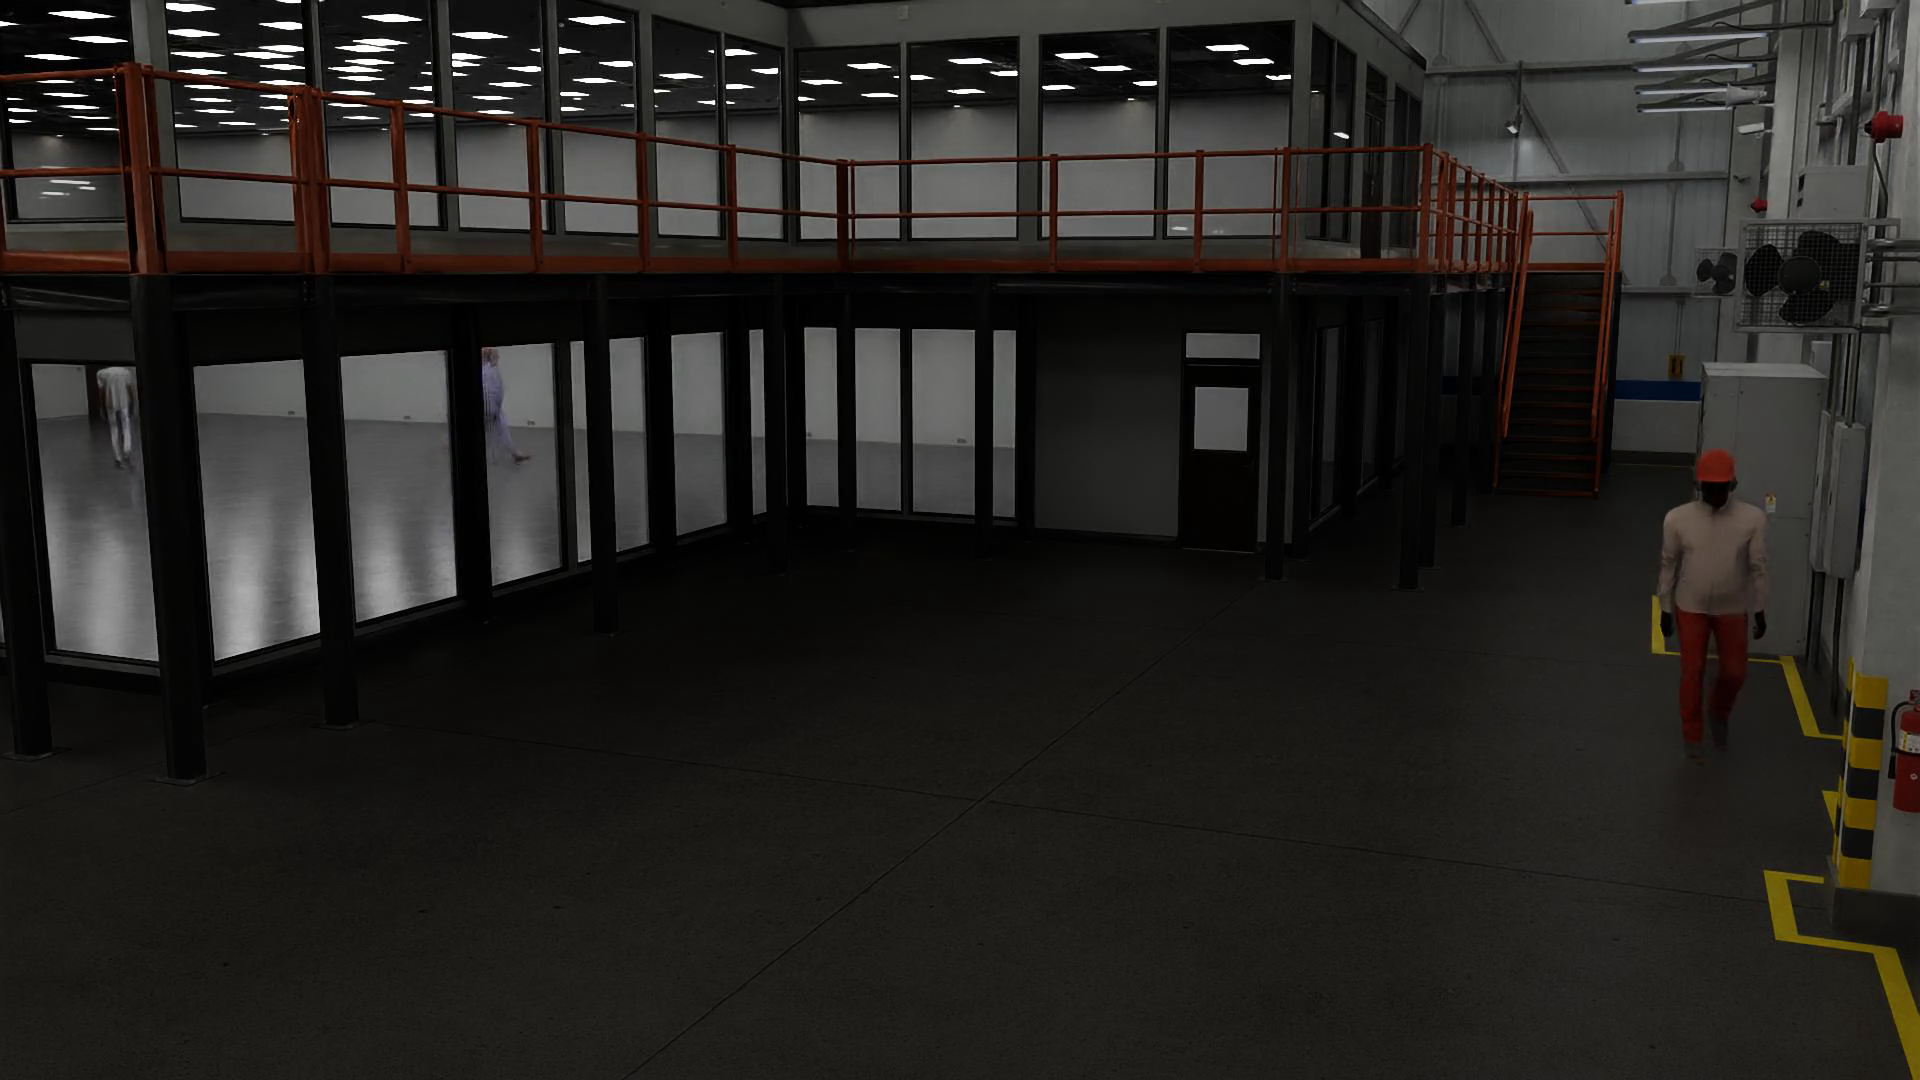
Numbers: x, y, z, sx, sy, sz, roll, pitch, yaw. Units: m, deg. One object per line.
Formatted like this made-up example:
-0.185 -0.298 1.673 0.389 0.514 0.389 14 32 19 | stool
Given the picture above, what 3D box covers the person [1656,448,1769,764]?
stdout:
4.651 0.412 10.294 0.650 1.976 0.462 3 10 19 | person
